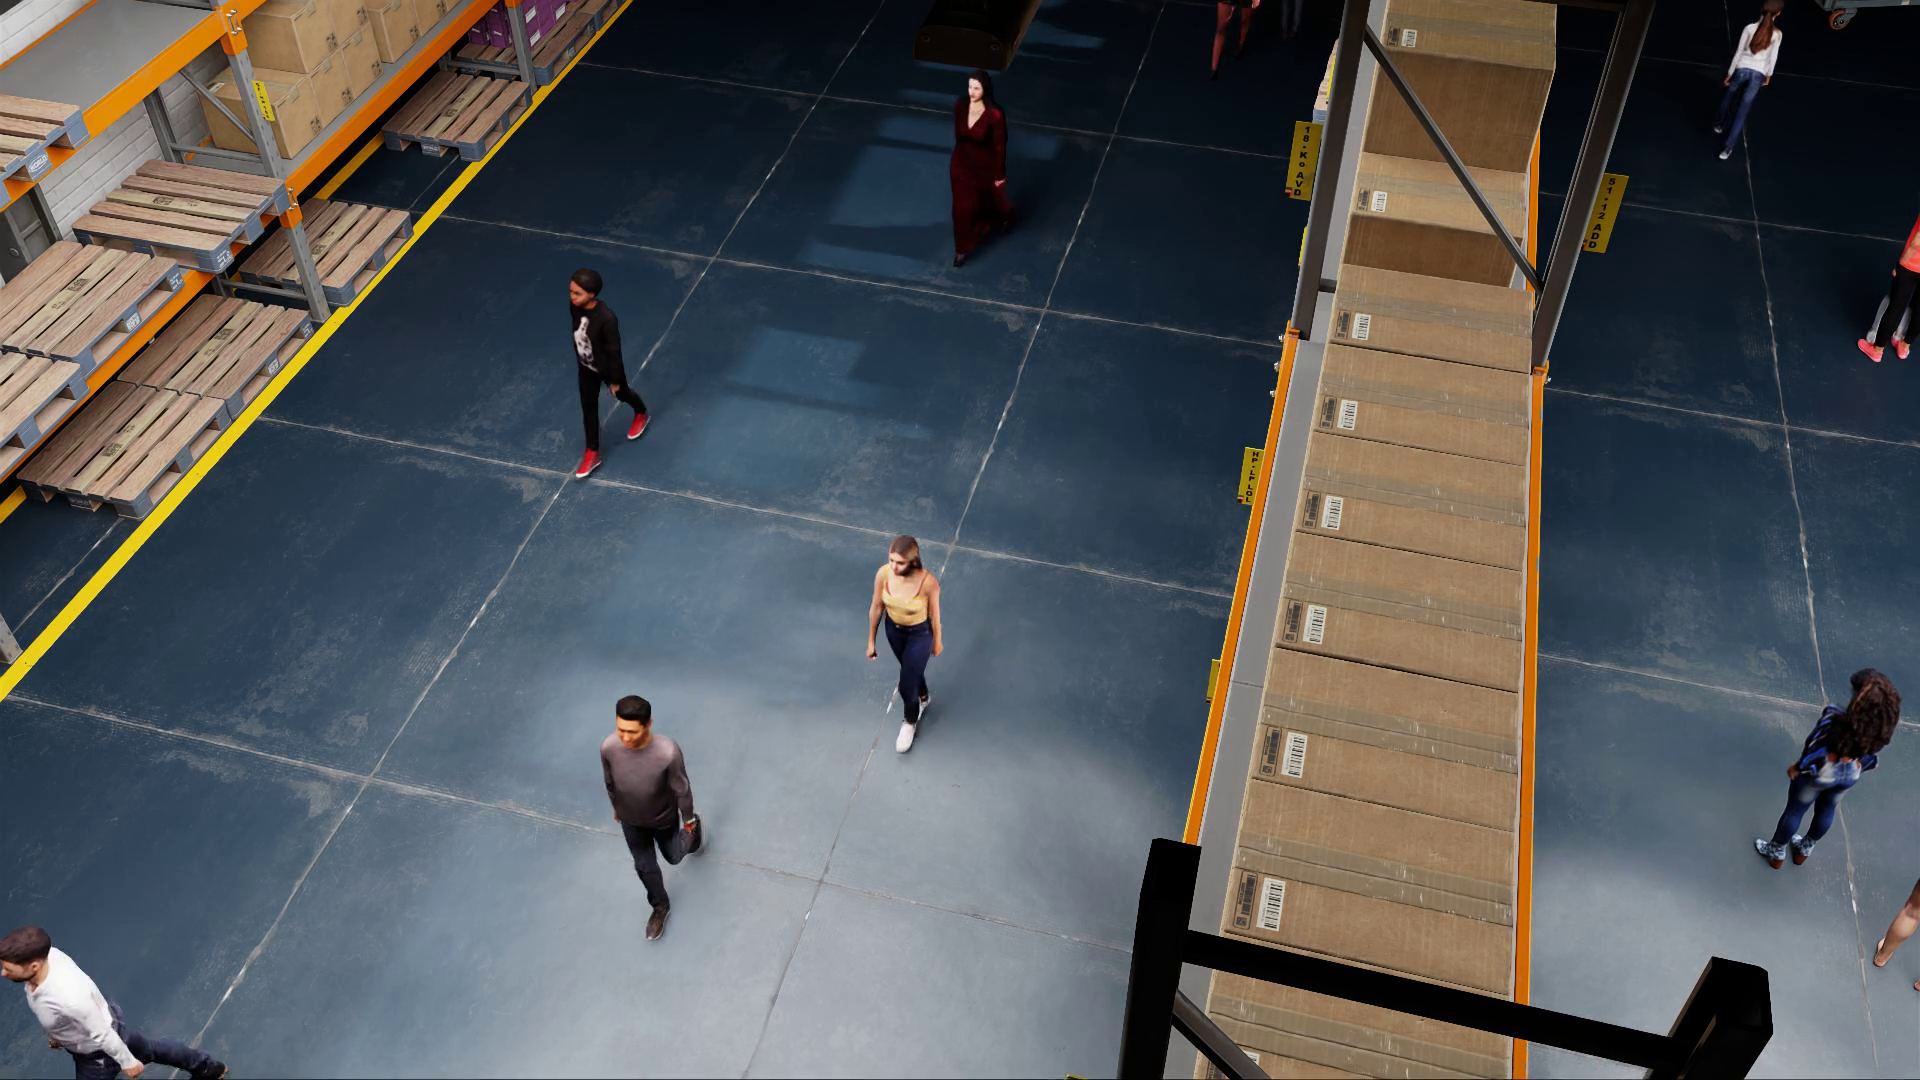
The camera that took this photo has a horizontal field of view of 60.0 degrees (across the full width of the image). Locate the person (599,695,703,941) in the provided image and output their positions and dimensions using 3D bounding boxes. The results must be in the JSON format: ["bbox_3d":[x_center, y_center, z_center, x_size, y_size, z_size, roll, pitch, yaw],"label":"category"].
[{"bbox_3d":[-1.690,1.456,9.286,0.977,1.751,0.676,10,45,11],"label":"person"}]

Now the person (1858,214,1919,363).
[{"bbox_3d":[7.608,-2.149,13.111,0.661,1.694,0.646,-4,44,-4],"label":"person"}]

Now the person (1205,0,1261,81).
[{"bbox_3d":[2.834,-5.488,16.625,0.734,1.681,1.238,18,47,18],"label":"person"}]

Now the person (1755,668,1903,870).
[{"bbox_3d":[4.976,1.314,9.524,0.668,1.628,0.650,-2,44,-2],"label":"person"}]

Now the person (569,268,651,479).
[{"bbox_3d":[-2.588,-1.319,12.280,0.778,1.639,1.128,21,48,21],"label":"person"}]

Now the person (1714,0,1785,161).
[{"bbox_3d":[7.305,-4.273,15.461,0.692,1.528,0.997,20,47,20],"label":"person"}]

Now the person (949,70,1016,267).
[{"bbox_3d":[0.213,-3.223,14.213,0.833,1.728,1.125,21,47,21],"label":"person"}]

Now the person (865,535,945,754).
[{"bbox_3d":[-0.285,0.538,10.352,0.657,1.609,0.784,19,47,19],"label":"person"}]

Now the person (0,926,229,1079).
[{"bbox_3d":[-4.173,2.415,8.229,1.295,1.819,1.090,-31,52,-29],"label":"person"}]
